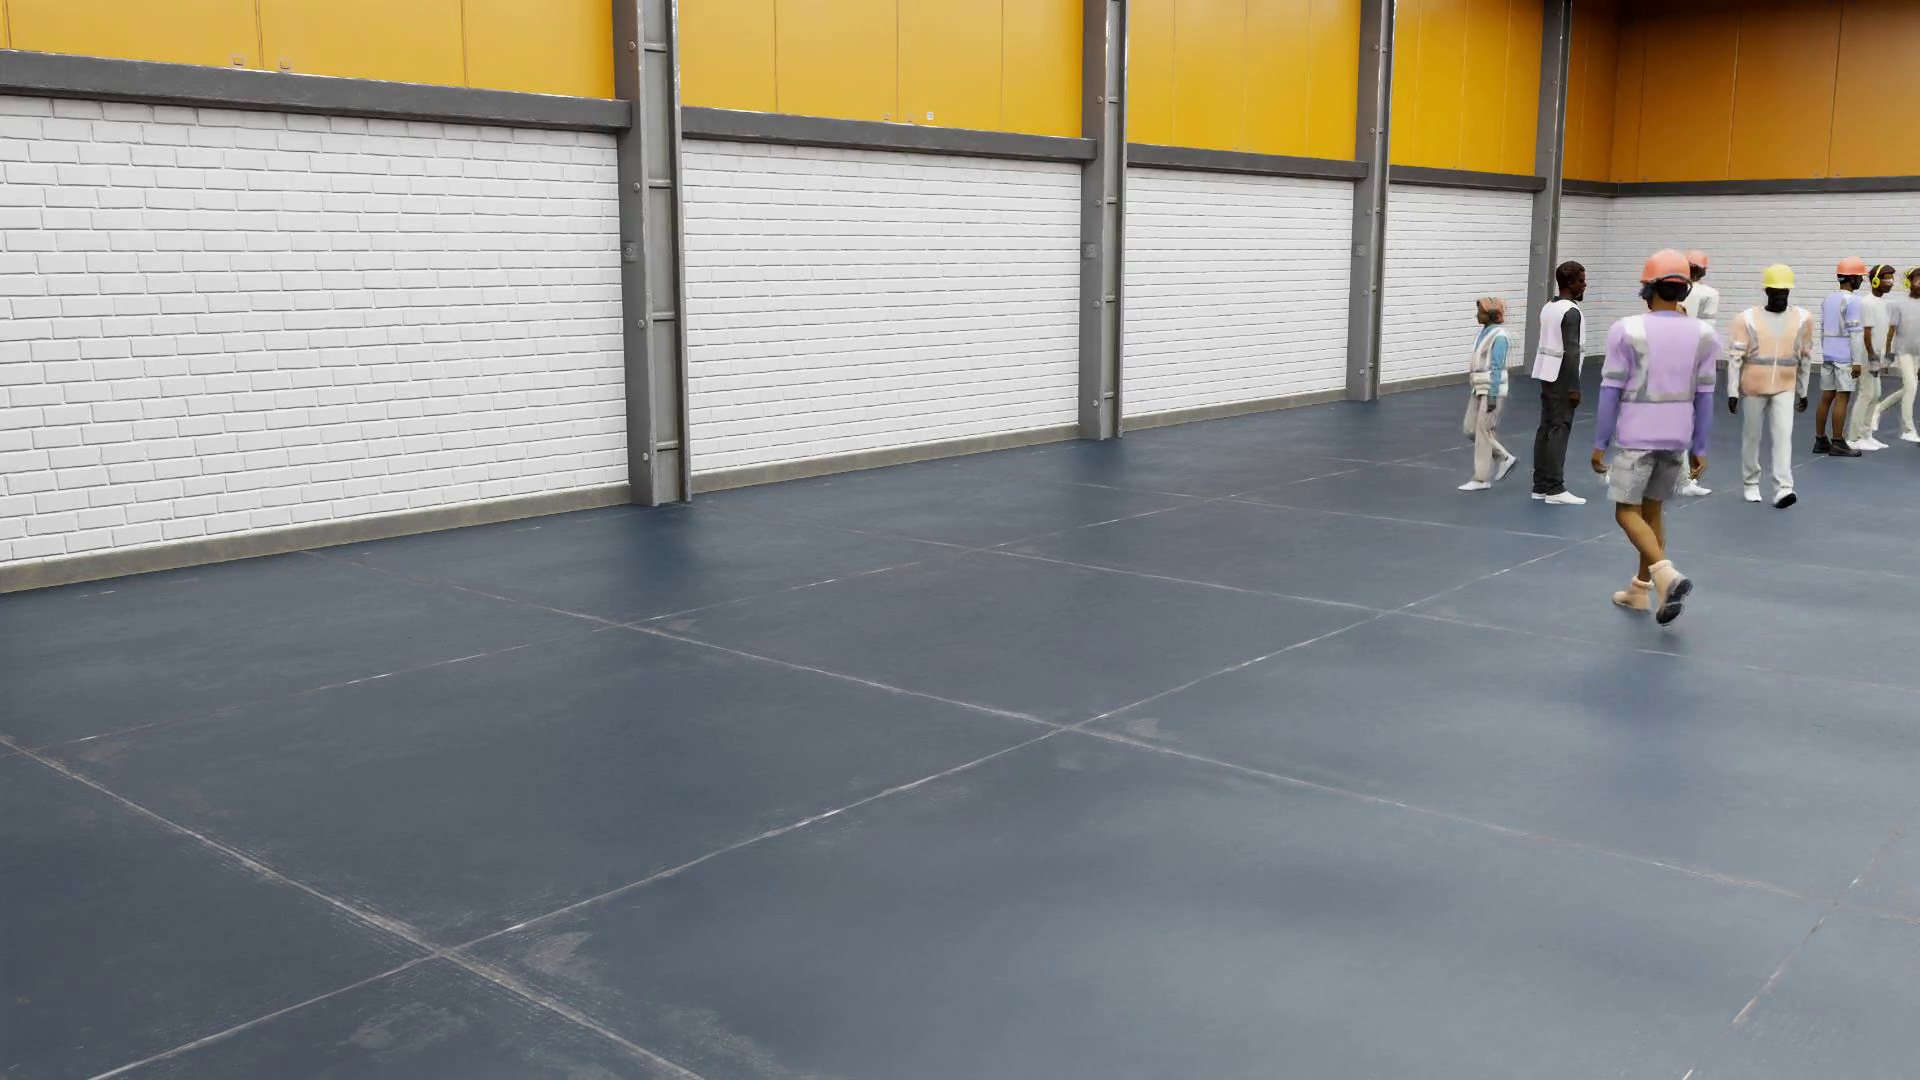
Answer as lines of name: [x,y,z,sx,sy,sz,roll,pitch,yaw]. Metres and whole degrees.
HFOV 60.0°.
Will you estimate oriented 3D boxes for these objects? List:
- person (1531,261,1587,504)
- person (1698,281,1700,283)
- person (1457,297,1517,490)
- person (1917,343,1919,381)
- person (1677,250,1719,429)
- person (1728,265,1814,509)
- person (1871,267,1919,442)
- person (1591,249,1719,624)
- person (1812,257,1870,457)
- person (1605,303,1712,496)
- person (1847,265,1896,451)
person: [4.774,-1.250,13.244,0.392,1.920,0.587,0,10,-2]
person: [9.437,-2.577,21.638,0.404,1.627,0.525,-2,10,-11]
person: [4.433,-1.216,13.880,0.469,1.624,0.522,-1,10,-5]
person: [9.392,-1.696,15.781,0.555,1.923,0.723,4,11,21]
person: [7.814,-2.114,17.930,0.607,2.007,1.018,6,12,32]
person: [6.319,-1.185,12.956,0.615,1.878,0.976,3,10,15]
person: [10.040,-1.982,17.689,0.525,1.847,0.826,-2,10,-12]
person: [3.767,-0.546,8.938,0.610,2.023,0.819,-1,10,-6]
person: [8.611,-1.783,16.223,0.354,1.939,0.545,-1,10,-6]
person: [5.775,-1.168,13.736,0.504,1.581,0.890,-7,12,-34]
person: [9.172,-1.828,16.702,0.361,1.859,0.549,8,13,39]
